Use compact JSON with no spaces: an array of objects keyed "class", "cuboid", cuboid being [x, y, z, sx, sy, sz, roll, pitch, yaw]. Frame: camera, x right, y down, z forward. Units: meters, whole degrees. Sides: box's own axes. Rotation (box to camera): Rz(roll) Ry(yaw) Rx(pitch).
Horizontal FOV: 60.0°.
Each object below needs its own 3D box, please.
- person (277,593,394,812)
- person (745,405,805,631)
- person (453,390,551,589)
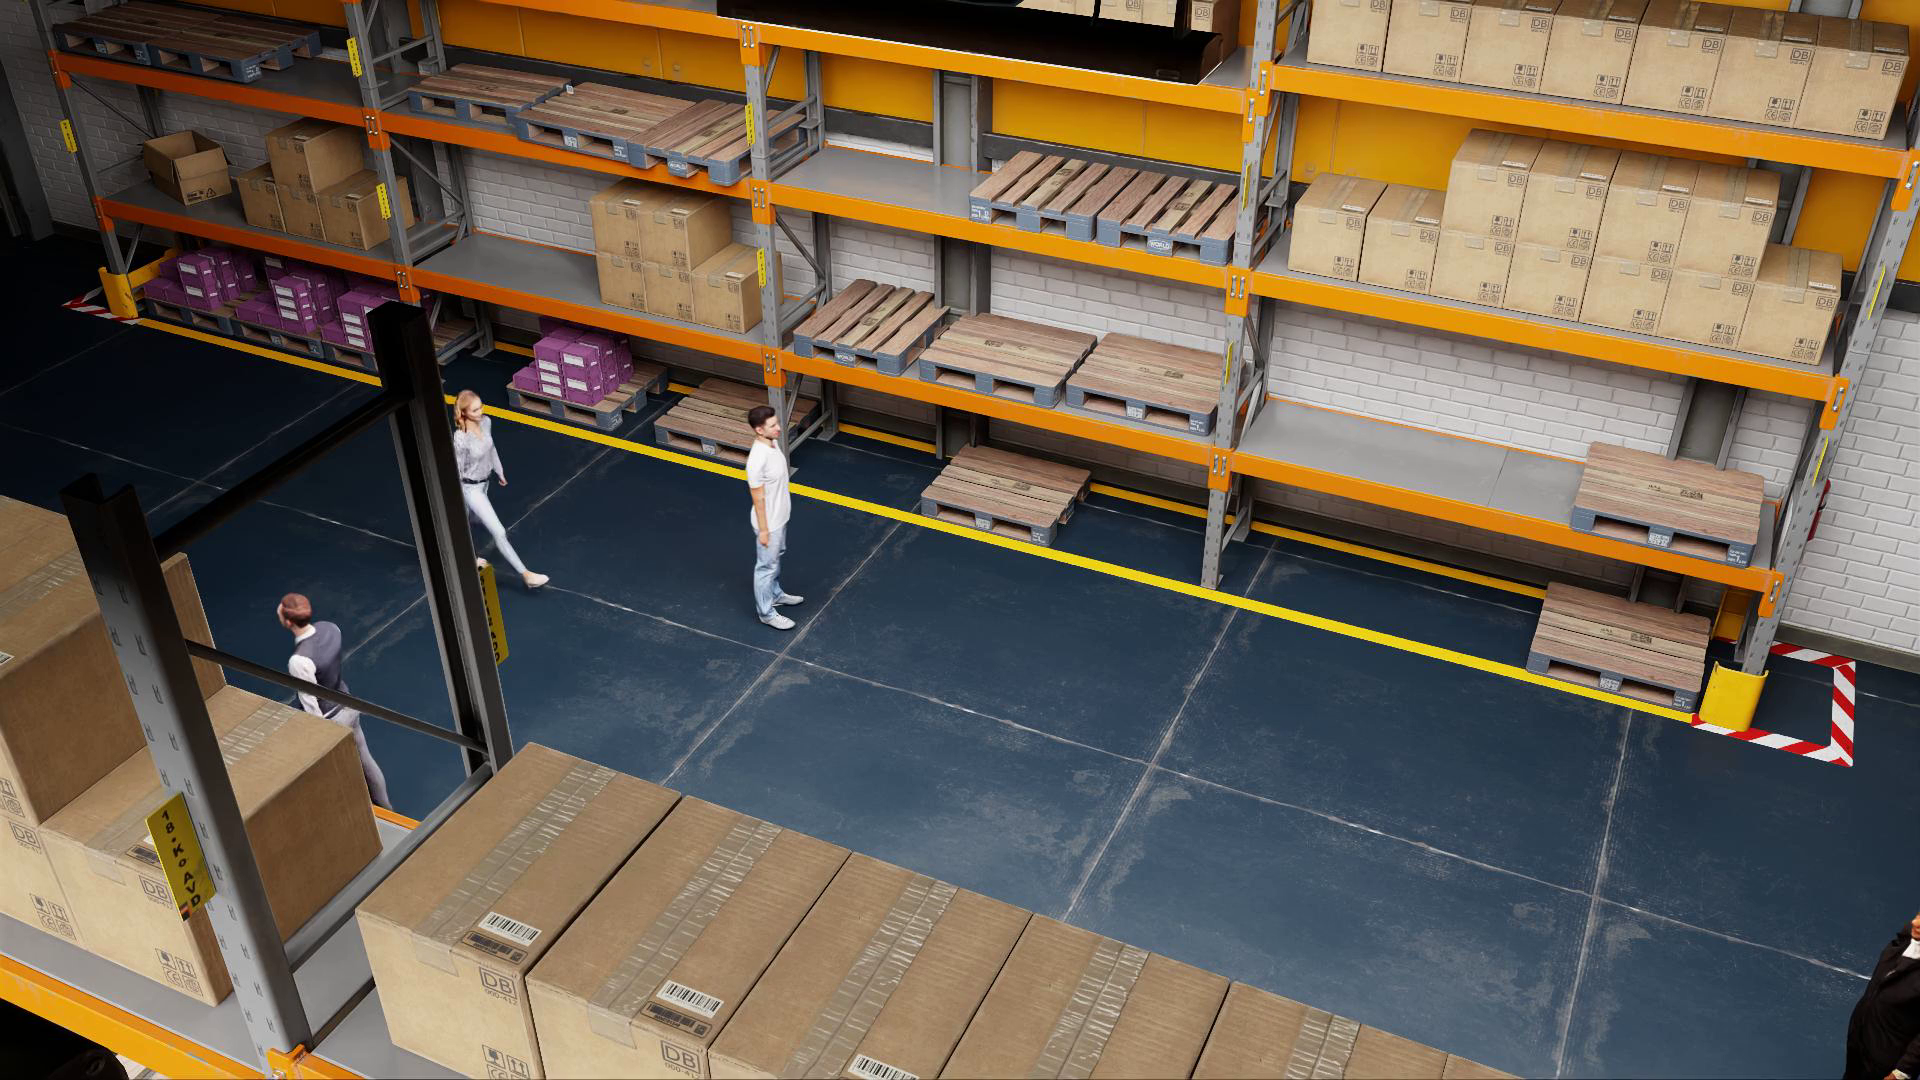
[{"class":"person","cuboid":[-3.932,1.145,10.627,0.895,1.920,0.767,8,34,12]},{"class":"person","cuboid":[-1.453,-0.202,12.703,0.665,1.865,0.732,5,34,8]},{"class":"person","cuboid":[-3.882,-0.397,13.118,1.244,1.731,0.744,9,35,14]}]
